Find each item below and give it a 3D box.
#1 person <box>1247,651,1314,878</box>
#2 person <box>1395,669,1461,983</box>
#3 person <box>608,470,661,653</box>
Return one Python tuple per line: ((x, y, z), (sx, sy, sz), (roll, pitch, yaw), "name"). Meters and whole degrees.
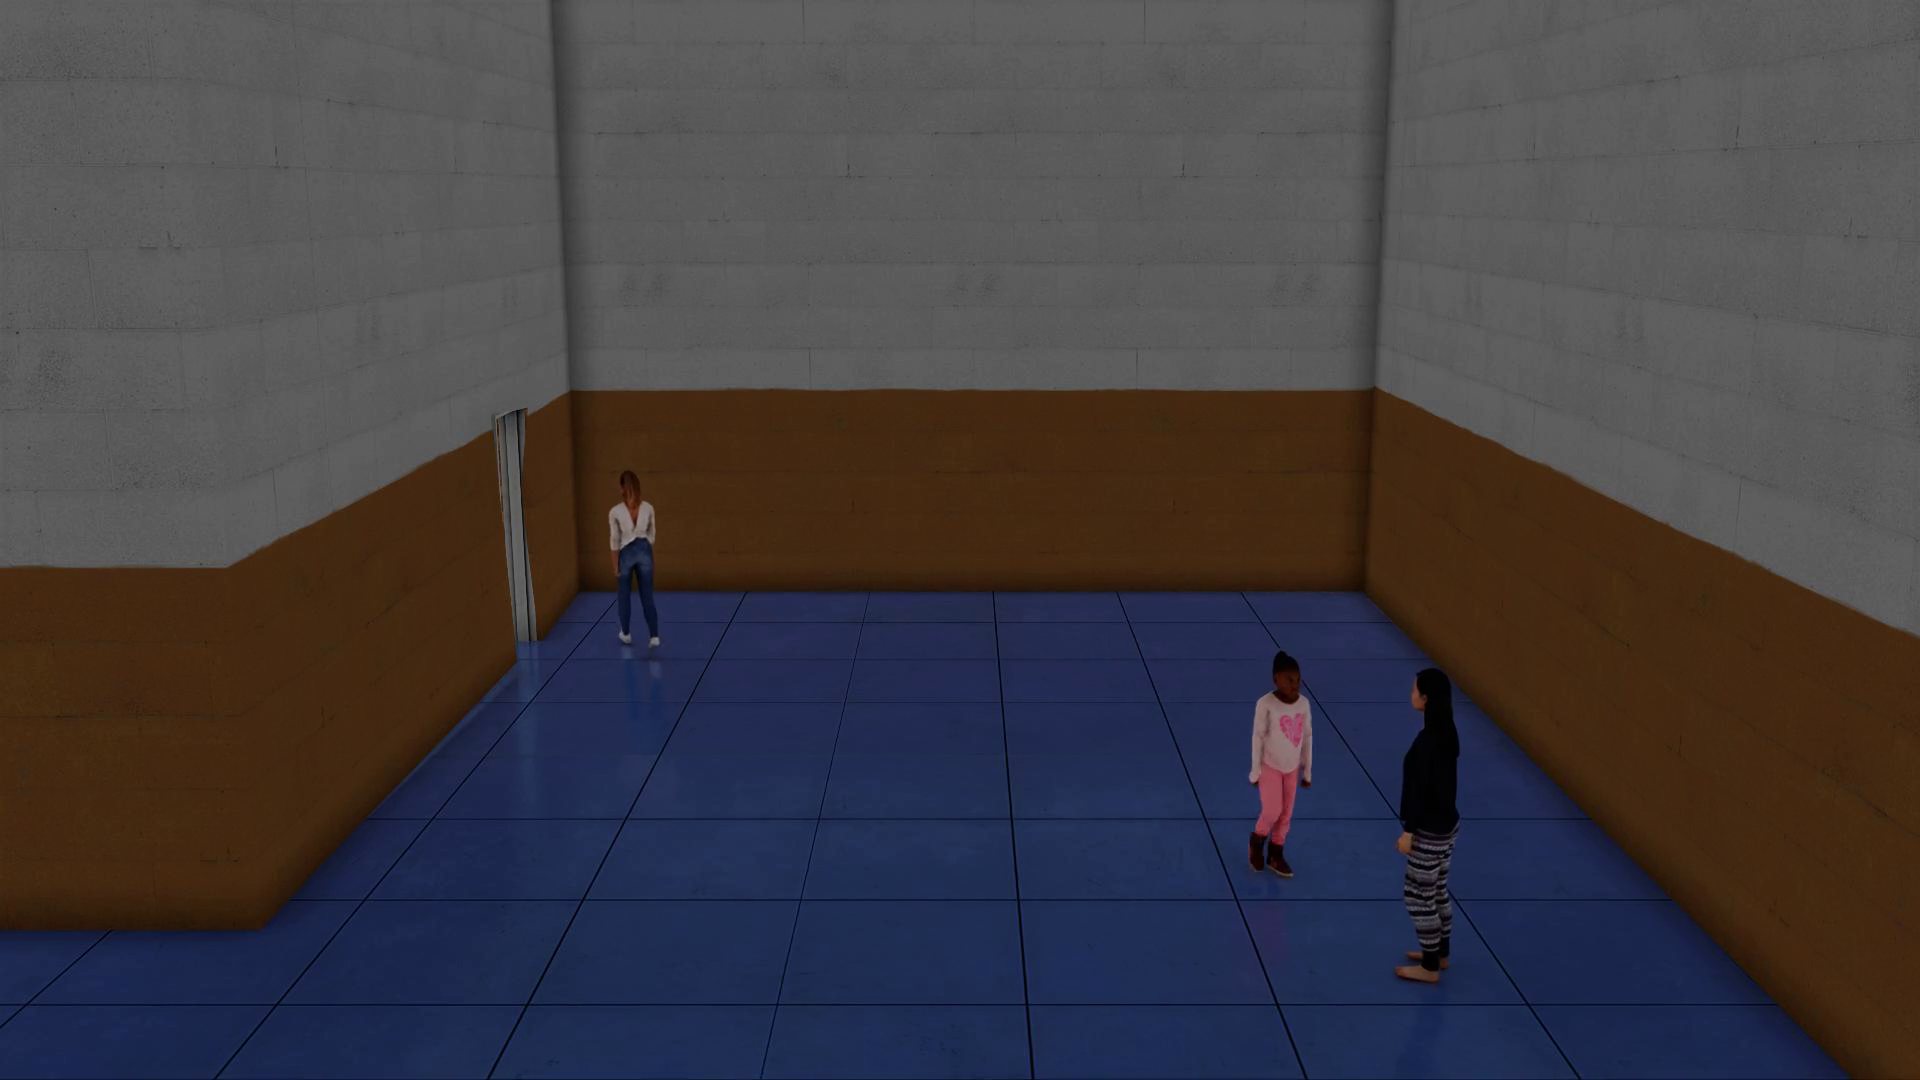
((1.974, 1.390, 10.487), (0.604, 1.443, 0.698), (-4, 13, -18), "person")
((2.576, 1.545, 9.054), (0.701, 1.731, 0.684), (8, 14, 32), "person")
((-2.980, 0.226, 15.420), (1.129, 1.688, 0.951), (-5, 13, -22), "person")
